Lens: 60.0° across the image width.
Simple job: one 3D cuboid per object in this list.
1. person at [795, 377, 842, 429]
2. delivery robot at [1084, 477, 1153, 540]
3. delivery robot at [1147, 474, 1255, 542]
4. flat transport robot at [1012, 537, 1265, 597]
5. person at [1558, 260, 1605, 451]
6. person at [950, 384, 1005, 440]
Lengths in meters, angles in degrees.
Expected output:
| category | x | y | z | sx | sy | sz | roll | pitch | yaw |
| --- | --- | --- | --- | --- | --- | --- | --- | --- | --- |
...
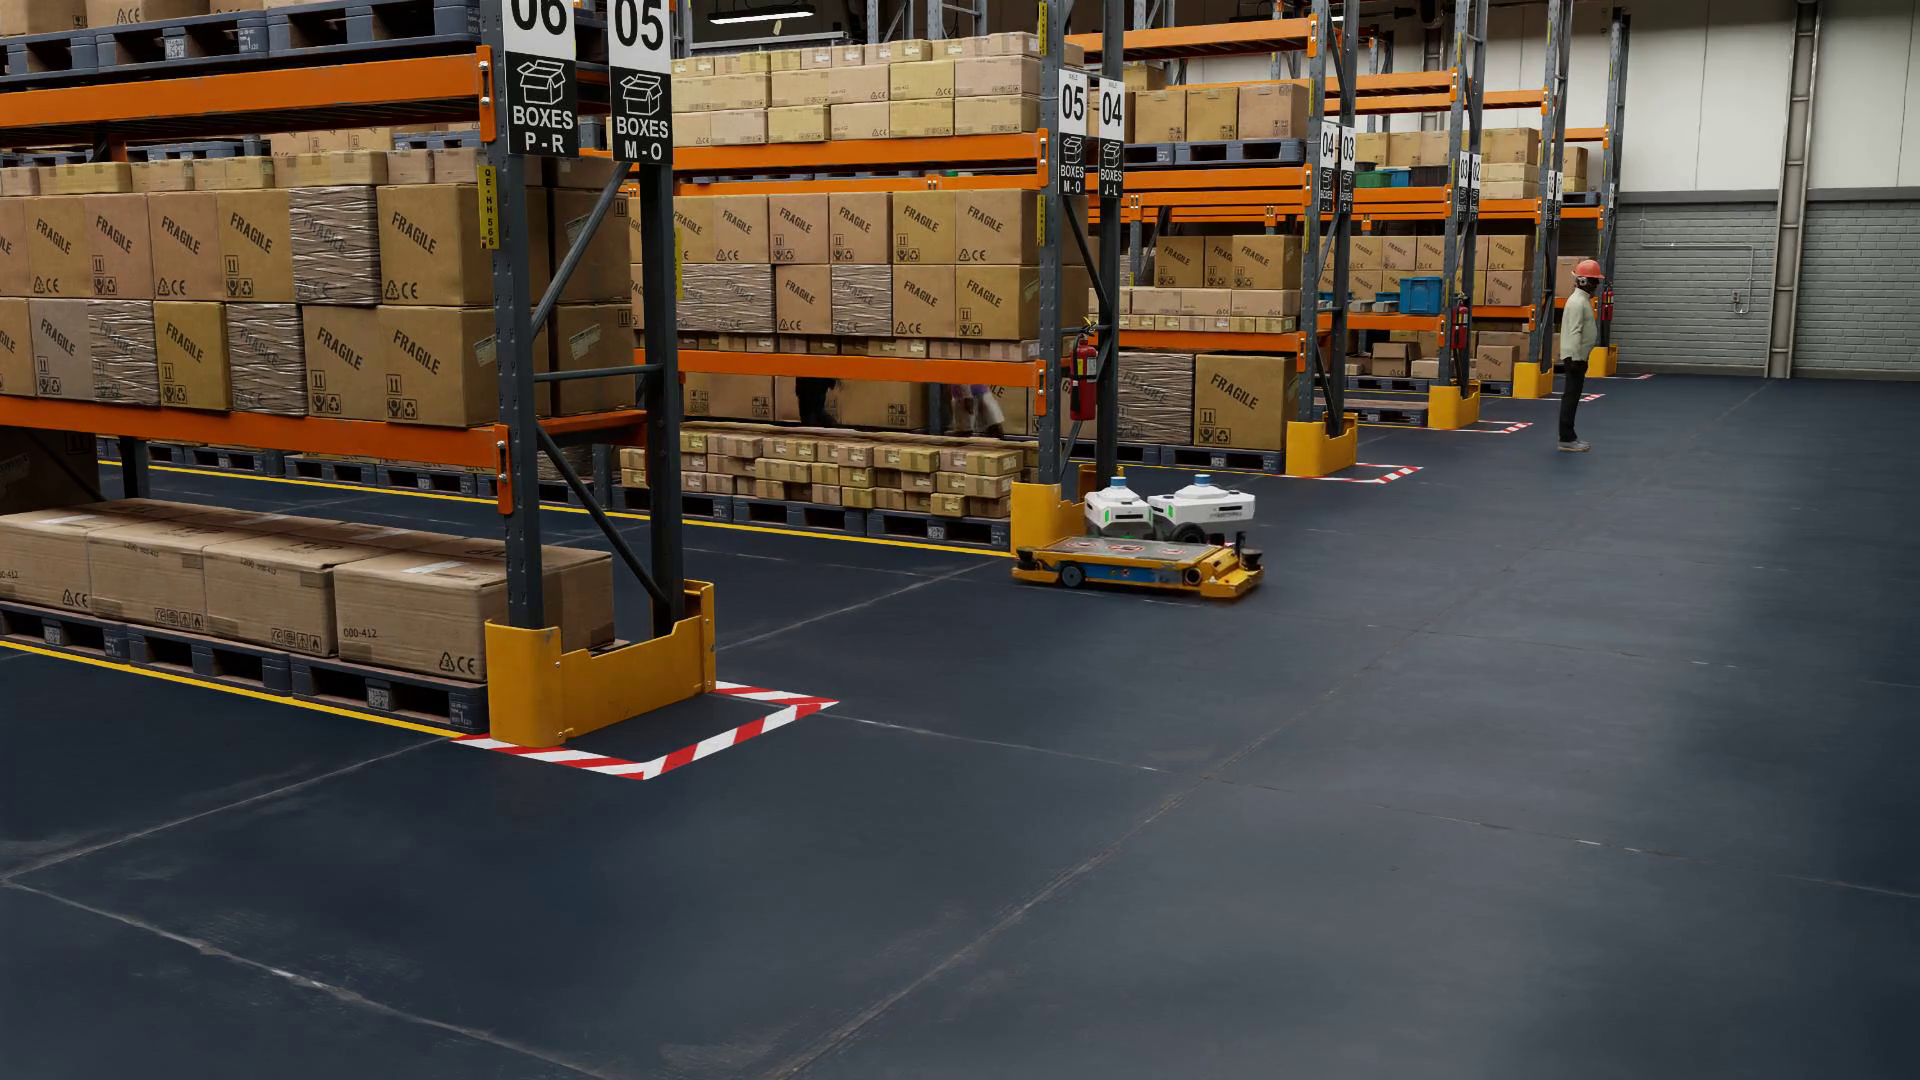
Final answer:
| category | x | y | z | sx | sy | sz | roll | pitch | yaw |
| --- | --- | --- | --- | --- | --- | --- | --- | --- | --- |
| person | -1.309 | -1.544 | 15.434 | 0.540 | 1.897 | 0.620 | 5 | 11 | 26 |
| delivery robot | 1.053 | -0.180 | 11.108 | 0.477 | 0.478 | 0.707 | -1 | 10 | -7 |
| delivery robot | 1.630 | -0.199 | 11.220 | 0.707 | 0.478 | 0.477 | -4 | 11 | -23 |
| flat transport robot | 1.103 | 0.148 | 10.293 | 1.431 | 0.197 | 0.652 | 4 | 11 | 25 |
| person | 6.480 | -1.921 | 17.387 | 0.402 | 1.988 | 0.610 | 4 | 11 | 23 |
| person | 0.128 | -1.211 | 13.427 | 0.505 | 1.919 | 0.554 | 7 | 12 | 34 |
